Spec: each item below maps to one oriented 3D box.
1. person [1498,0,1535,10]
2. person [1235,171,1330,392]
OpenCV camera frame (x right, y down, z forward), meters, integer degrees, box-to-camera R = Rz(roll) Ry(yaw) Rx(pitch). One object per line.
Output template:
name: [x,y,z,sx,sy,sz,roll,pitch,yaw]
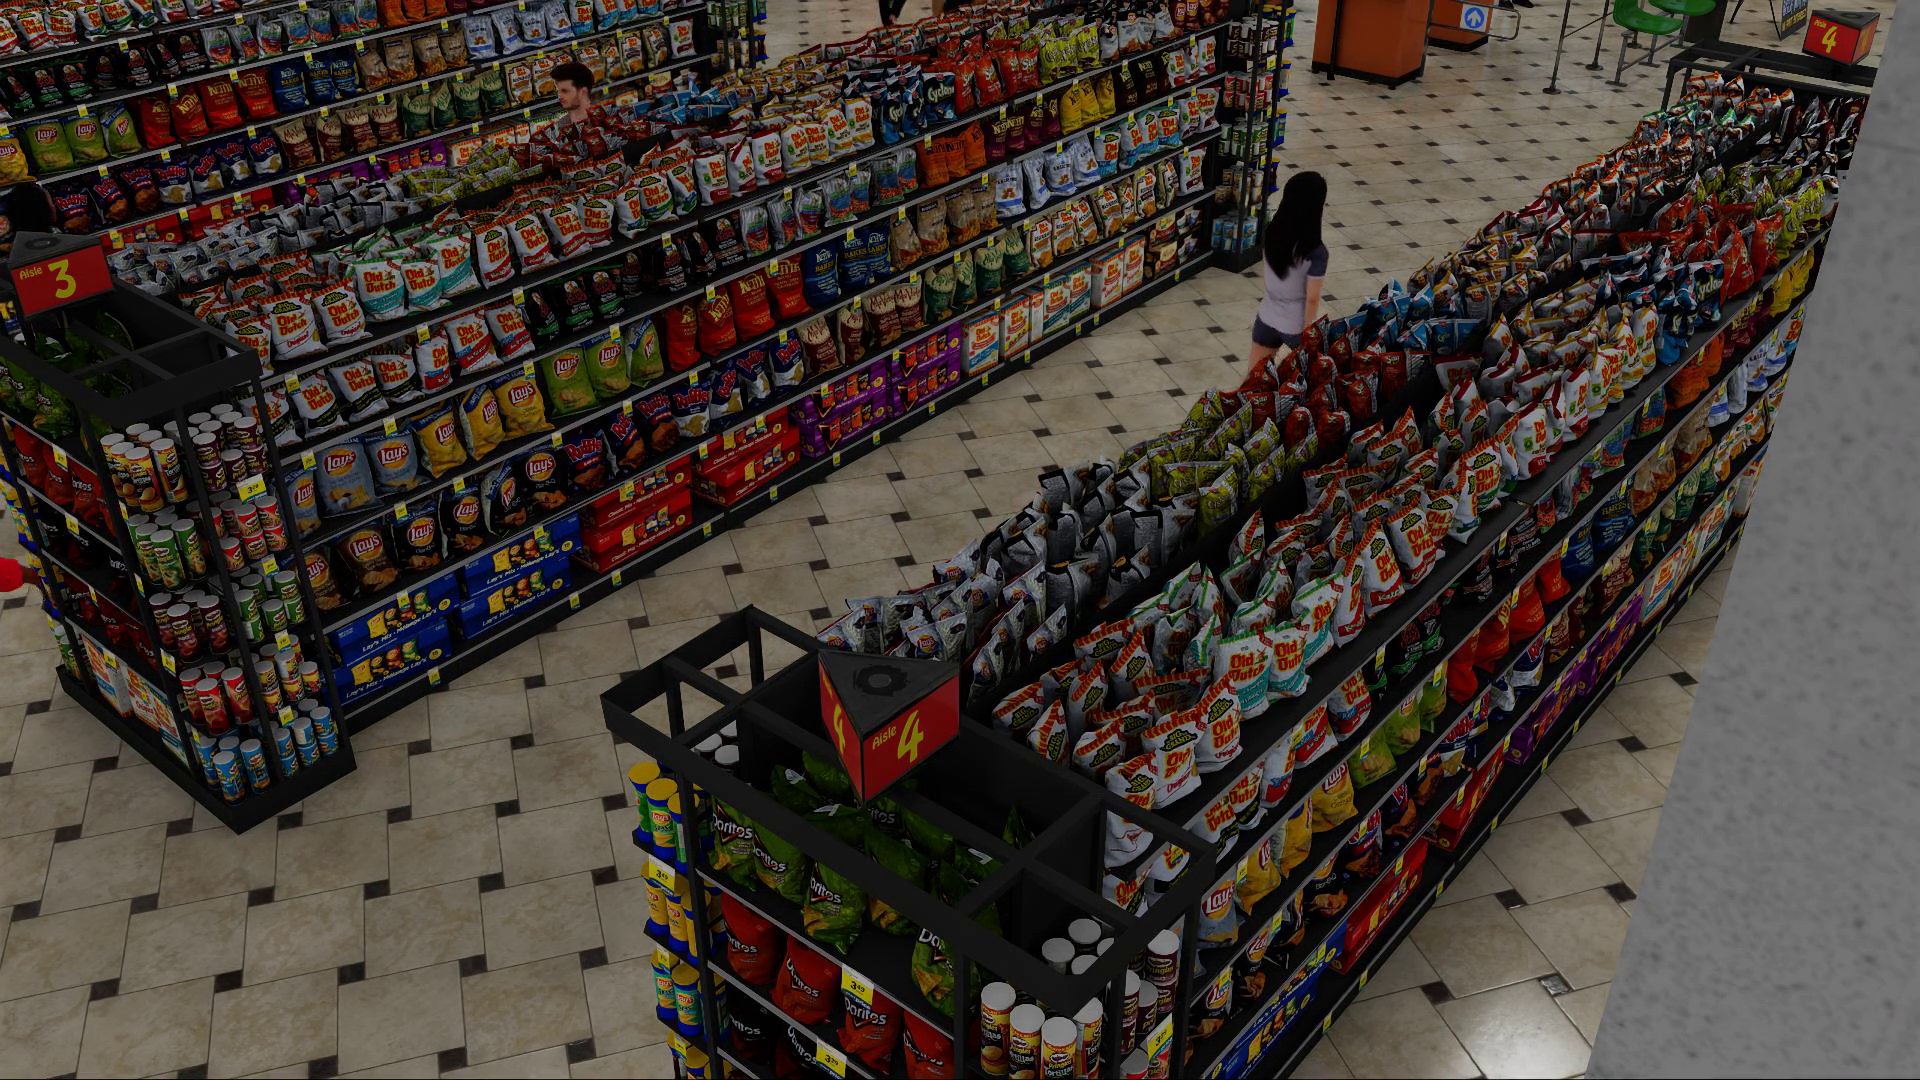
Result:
person: [6.025,-6.587,17.607,0.687,1.819,0.811,-11,33,-17]
person: [1.709,-1.156,9.013,1.076,1.677,0.666,-26,41,-36]
